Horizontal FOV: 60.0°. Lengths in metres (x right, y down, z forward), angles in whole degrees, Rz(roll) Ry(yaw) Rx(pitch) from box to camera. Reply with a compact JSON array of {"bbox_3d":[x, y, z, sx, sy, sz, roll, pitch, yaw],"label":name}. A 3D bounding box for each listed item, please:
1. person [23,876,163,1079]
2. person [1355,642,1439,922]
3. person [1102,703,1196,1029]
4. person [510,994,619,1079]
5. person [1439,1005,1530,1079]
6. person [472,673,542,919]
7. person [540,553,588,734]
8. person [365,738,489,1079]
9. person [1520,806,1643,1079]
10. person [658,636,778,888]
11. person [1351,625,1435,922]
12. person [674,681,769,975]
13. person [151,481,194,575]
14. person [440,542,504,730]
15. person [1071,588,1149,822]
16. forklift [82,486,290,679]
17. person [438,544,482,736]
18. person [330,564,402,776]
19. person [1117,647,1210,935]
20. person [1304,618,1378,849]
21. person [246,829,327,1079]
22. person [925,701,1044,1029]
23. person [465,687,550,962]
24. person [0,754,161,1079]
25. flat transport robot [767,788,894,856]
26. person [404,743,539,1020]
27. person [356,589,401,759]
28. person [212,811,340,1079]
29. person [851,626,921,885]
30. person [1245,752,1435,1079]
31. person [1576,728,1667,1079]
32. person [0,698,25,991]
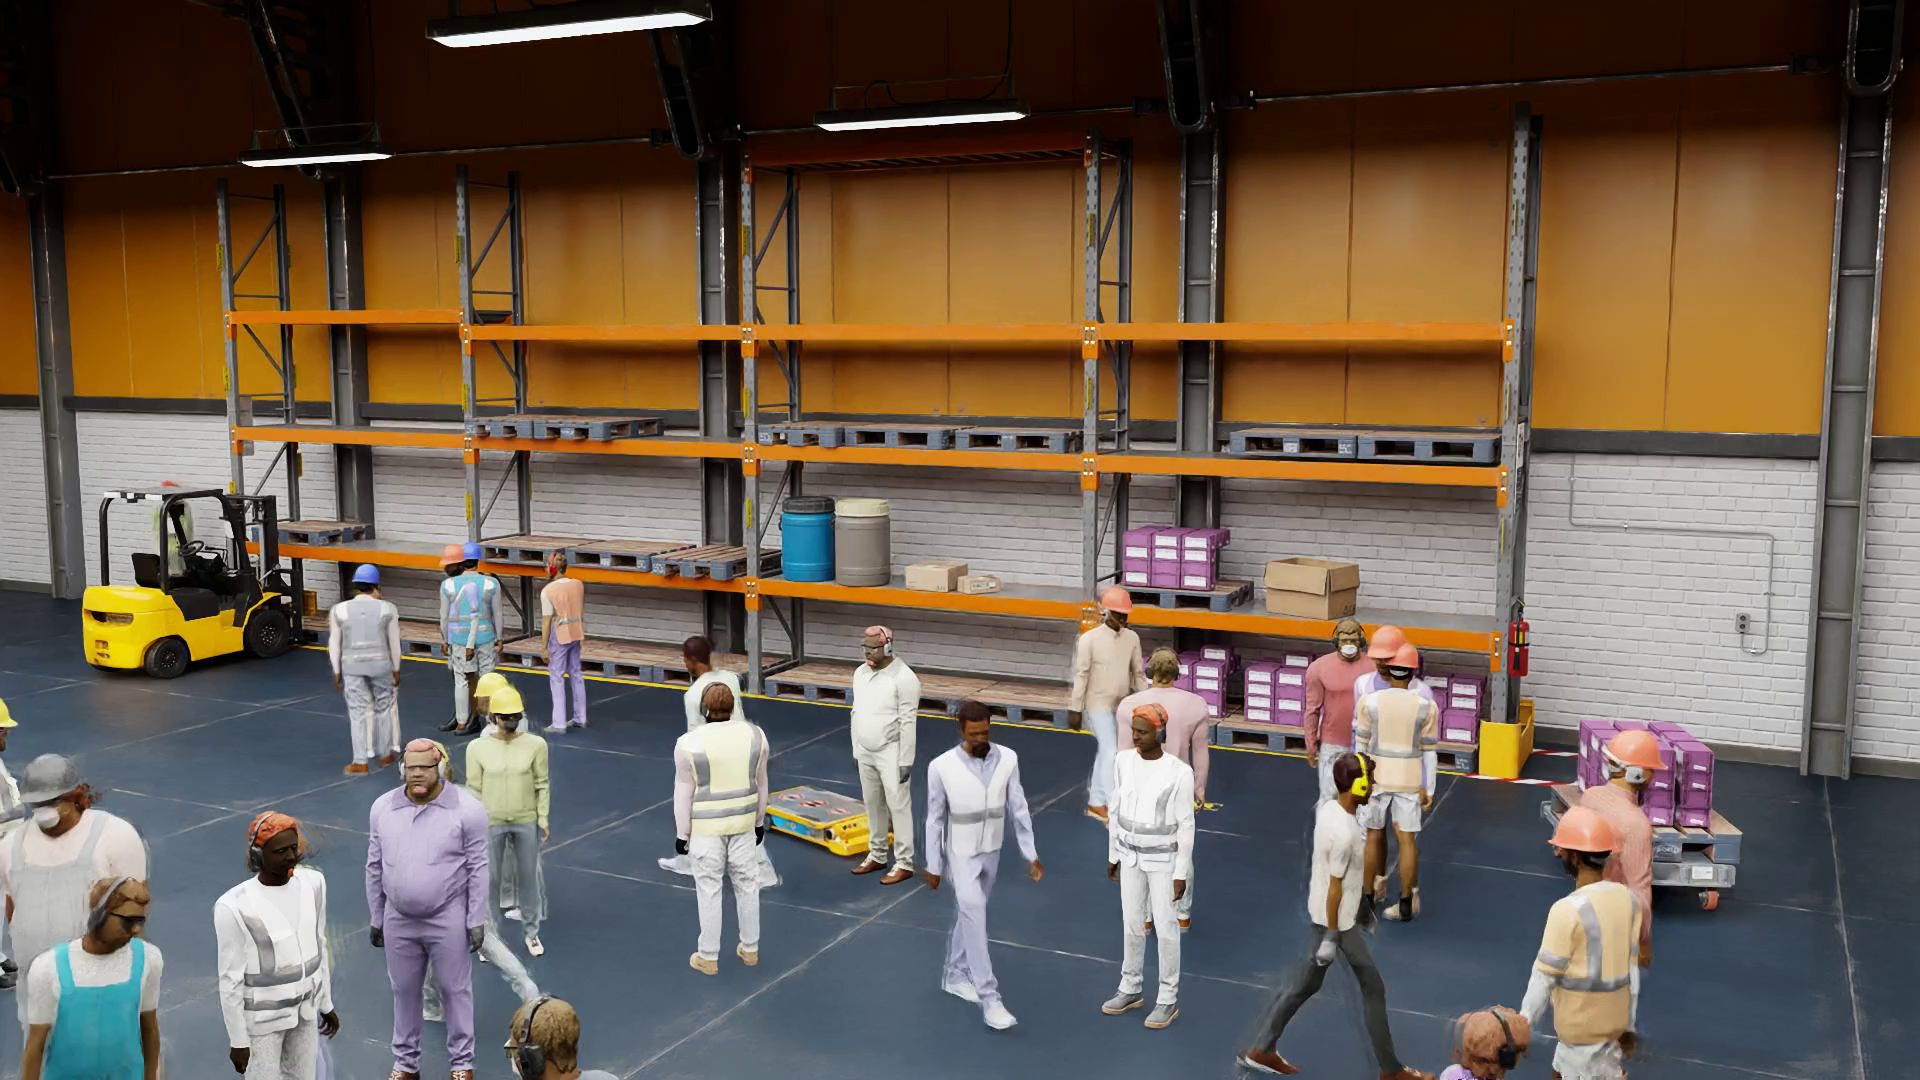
[{"bbox_3d":[-3.587,2.257,6.884,0.562,1.803,0.733,-5,8,-34],"label":"person"},{"bbox_3d":[2.985,1.650,11.410,0.550,1.924,0.391,2,7,15],"label":"person"},{"bbox_3d":[1.095,1.878,9.695,0.574,1.883,0.356,6,9,42],"label":"person"},{"bbox_3d":[-1.268,2.390,5.293,0.386,1.927,0.641,2,7,18],"label":"person"},{"bbox_3d":[1.939,2.460,5.953,0.775,1.611,0.512,-1,7,-11],"label":"person"},{"bbox_3d":[-3.164,1.753,11.373,0.670,1.711,0.481,1,7,9],"label":"person"},{"bbox_3d":[-4.000,1.042,16.803,0.381,1.836,0.567,4,8,31],"label":"person"},{"bbox_3d":[-2.805,1.980,8.731,0.646,1.913,0.409,0,7,1],"label":"person"},{"bbox_3d":[2.710,2.134,7.522,0.548,1.899,0.923,-6,9,-39],"label":"person"},{"bbox_3d":[-1.750,1.609,12.131,1.040,1.841,0.674,2,7,20],"label":"person"},{"bbox_3d":[2.948,1.589,11.476,0.407,2.031,0.616,-6,9,-40],"label":"person"},{"bbox_3d":[-1.513,1.802,10.483,0.624,1.844,0.430,-4,8,-29],"label":"person"},{"bbox_3d":[-11.110,0.134,23.654,0.508,1.995,0.757,4,8,30],"label":"person"},{"bbox_3d":[-4.909,0.990,16.765,0.618,1.944,0.397,-2,7,-13],"label":"person"},{"bbox_3d":[1.304,1.374,13.493,0.659,1.959,0.865,-5,9,-36],"label":"person"},{"bbox_3d":[-9.426,0.454,20.179,1.214,2.155,2.313,3,8,26],"label":"forklift"},{"bbox_3d":[-5.040,0.998,16.736,0.542,1.938,0.358,7,10,44],"label":"person"},{"bbox_3d":[-5.460,1.187,15.312,0.621,1.918,0.647,-2,7,-19],"label":"person"},{"bbox_3d":[1.351,1.674,11.141,0.637,1.938,0.355,-1,7,-6],"label":"person"},{"bbox_3d":[2.881,1.528,12.395,0.638,1.932,0.370,1,7,5],"label":"person"},{"bbox_3d":[-3.386,2.181,8.263,0.514,1.613,0.511,0,7,0],"label":"person"},{"bbox_3d":[0.164,1.872,9.731,0.623,1.873,0.924,-5,8,-35],"label":"person"},{"bbox_3d":[-2.899,1.813,10.692,0.526,1.772,0.303,-2,7,-18],"label":"person"},{"bbox_3d":[-4.341,1.977,8.222,0.681,2.000,0.877,-1,7,-7],"label":"person"},{"bbox_3d":[-1.120,2.229,13.380,0.652,0.197,1.431,-7,9,-44],"label":"flat transport robot"},{"bbox_3d":[-2.859,1.987,9.572,0.811,1.695,0.506,3,8,26],"label":"person"},{"bbox_3d":[-5.564,1.262,15.820,0.314,1.633,0.519,6,9,43],"label":"person"},{"bbox_3d":[-3.048,2.146,7.474,0.354,1.882,0.575,3,8,25],"label":"person"},{"bbox_3d":[-0.581,1.567,12.222,0.636,1.900,0.399,6,9,42],"label":"person"},{"bbox_3d":[2.004,2.018,8.878,0.972,1.815,0.481,0,7,-1],"label":"person"},{"bbox_3d":[3.427,1.953,8.663,0.413,1.984,0.624,-1,7,-6],"label":"person"},{"bbox_3d":[-5.938,1.852,10.175,0.403,1.819,0.601,-4,8,-31],"label":"person"}]
